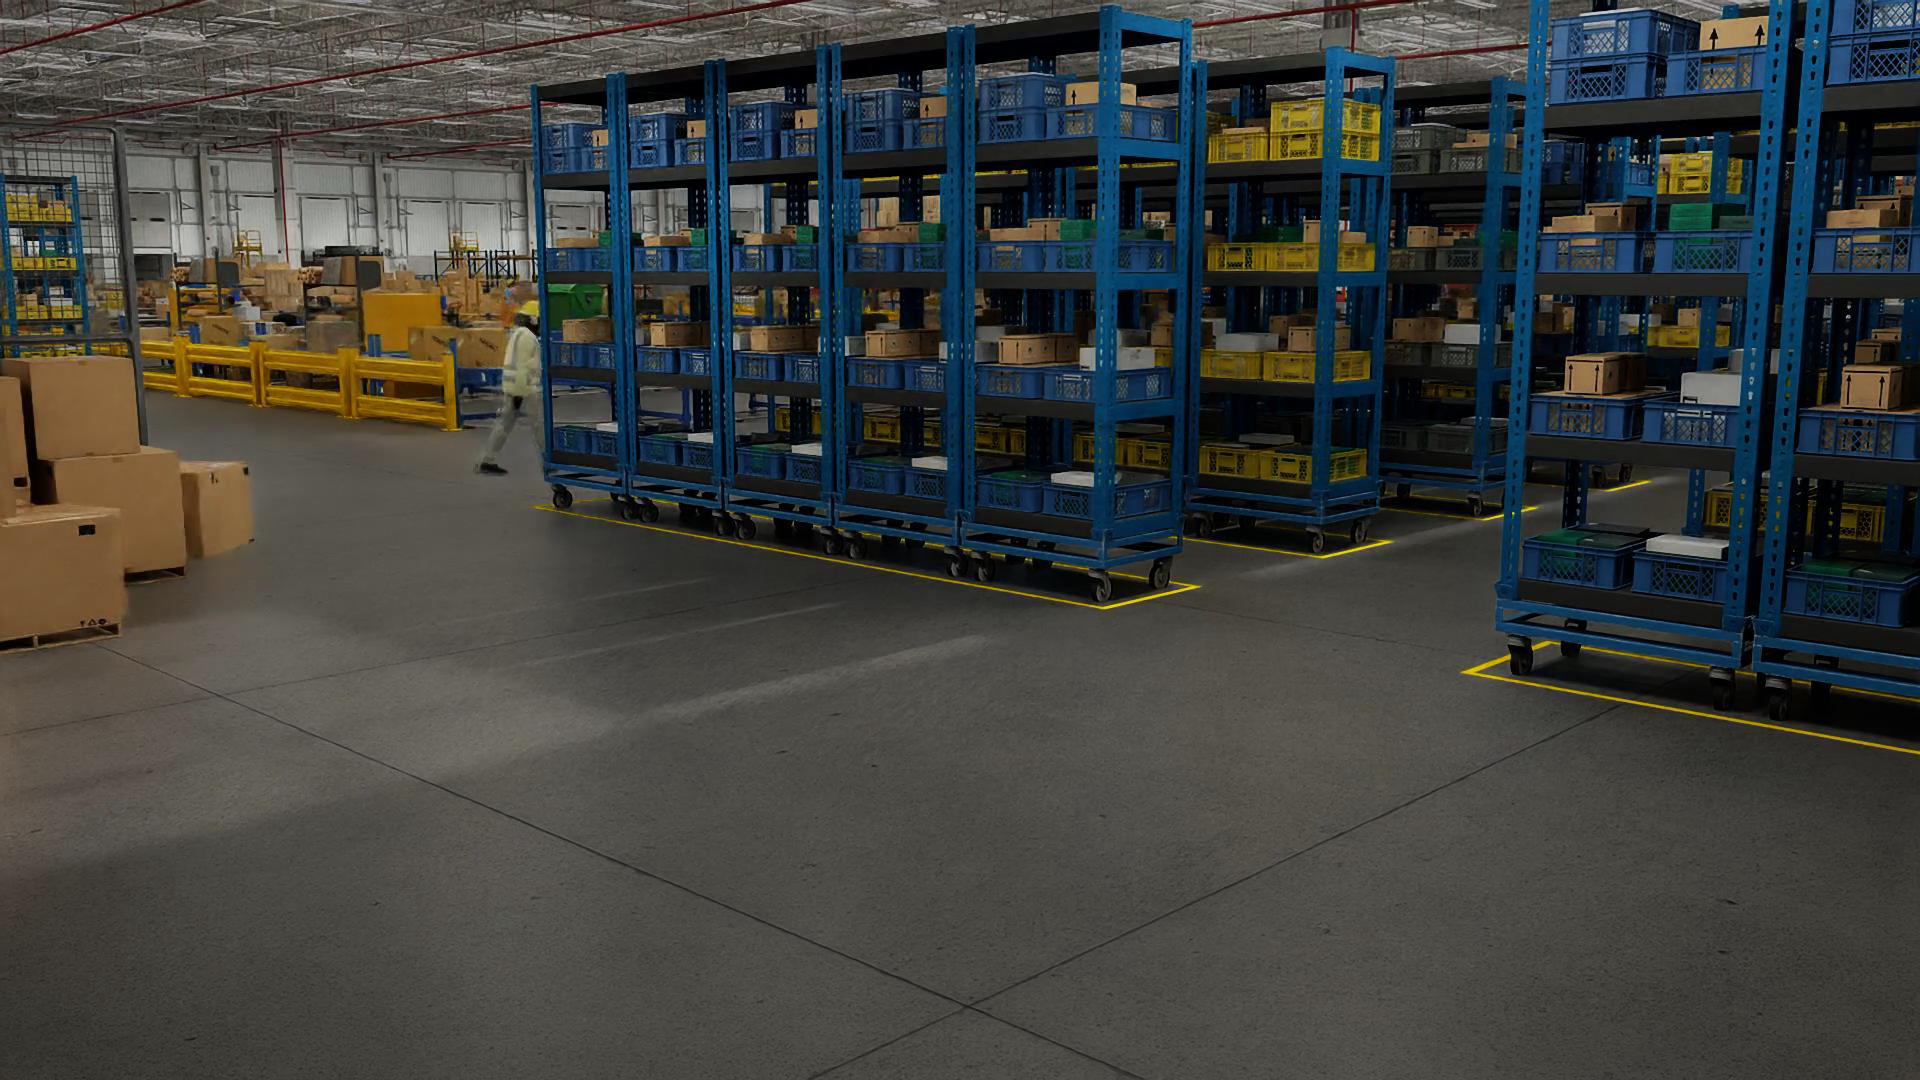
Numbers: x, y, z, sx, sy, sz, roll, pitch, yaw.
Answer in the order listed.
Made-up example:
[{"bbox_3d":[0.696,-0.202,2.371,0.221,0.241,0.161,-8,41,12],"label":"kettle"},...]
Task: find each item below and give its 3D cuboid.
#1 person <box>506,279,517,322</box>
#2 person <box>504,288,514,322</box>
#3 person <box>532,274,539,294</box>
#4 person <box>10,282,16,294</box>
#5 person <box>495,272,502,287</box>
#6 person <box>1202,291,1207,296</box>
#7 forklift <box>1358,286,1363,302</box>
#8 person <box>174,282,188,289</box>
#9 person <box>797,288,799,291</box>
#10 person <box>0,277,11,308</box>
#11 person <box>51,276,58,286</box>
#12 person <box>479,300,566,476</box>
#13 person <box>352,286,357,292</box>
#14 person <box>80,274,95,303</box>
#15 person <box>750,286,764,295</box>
[{"bbox_3d":[-15.450,-8.181,57.693,0.880,1.709,0.552,1,9,6],"label":"person"},{"bbox_3d":[-15.714,-8.244,58.133,0.536,1.694,0.320,7,12,37],"label":"person"},{"bbox_3d":[-15.818,-8.976,62.094,0.521,1.864,0.336,8,12,40],"label":"person"},{"bbox_3d":[-41.355,-10.715,72.490,0.385,1.948,0.602,-7,12,-37],"label":"person"},{"bbox_3d":[-23.706,-12.781,85.322,0.608,1.896,0.791,6,11,34],"label":"person"},{"bbox_3d":[7.610,-7.356,52.754,0.783,1.670,0.530,6,11,33],"label":"person"},{"bbox_3d":[11.100,-7.017,46.970,1.873,2.768,1.129,9,13,43],"label":"forklift"},{"bbox_3d":[-29.958,-9.346,64.172,0.649,1.919,0.570,5,11,29],"label":"person"},{"bbox_3d":[-5.845,-8.988,61.914,1.009,1.937,0.651,0,9,-2],"label":"person"},{"bbox_3d":[-36.993,-9.319,64.235,0.641,1.875,1.032,8,12,42],"label":"person"},{"bbox_3d":[-40.090,-10.894,73.917,0.624,1.845,0.430,-9,13,-43],"label":"person"},{"bbox_3d":[-4.418,-1.514,16.707,0.957,1.767,0.590,-6,11,-31],"label":"person"},{"bbox_3d":[-24.585,-9.918,67.933,0.633,1.852,1.022,6,11,34],"label":"person"},{"bbox_3d":[-28.920,-7.854,55.041,0.565,1.915,0.521,5,11,28],"label":"person"},{"bbox_3d":[-8.518,-10.268,69.466,0.688,2.000,0.538,-7,12,-38],"label":"person"}]
